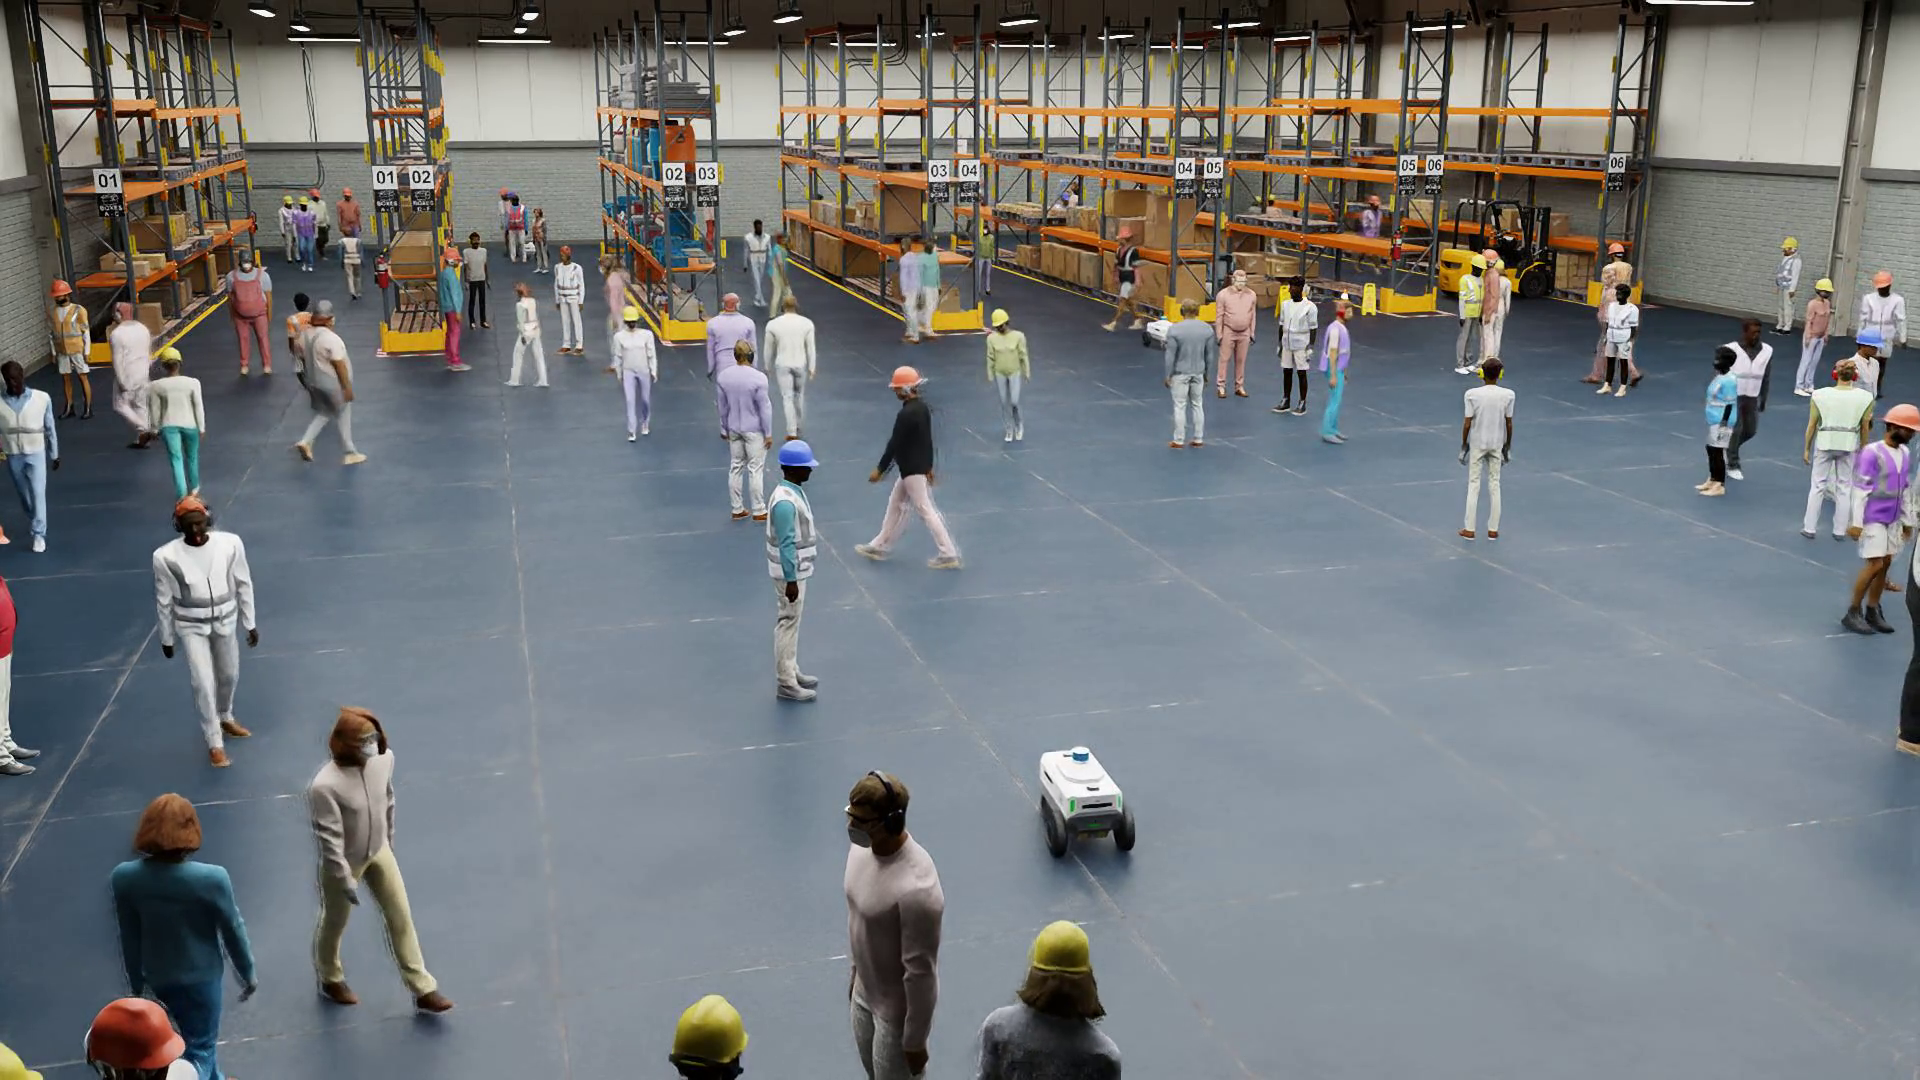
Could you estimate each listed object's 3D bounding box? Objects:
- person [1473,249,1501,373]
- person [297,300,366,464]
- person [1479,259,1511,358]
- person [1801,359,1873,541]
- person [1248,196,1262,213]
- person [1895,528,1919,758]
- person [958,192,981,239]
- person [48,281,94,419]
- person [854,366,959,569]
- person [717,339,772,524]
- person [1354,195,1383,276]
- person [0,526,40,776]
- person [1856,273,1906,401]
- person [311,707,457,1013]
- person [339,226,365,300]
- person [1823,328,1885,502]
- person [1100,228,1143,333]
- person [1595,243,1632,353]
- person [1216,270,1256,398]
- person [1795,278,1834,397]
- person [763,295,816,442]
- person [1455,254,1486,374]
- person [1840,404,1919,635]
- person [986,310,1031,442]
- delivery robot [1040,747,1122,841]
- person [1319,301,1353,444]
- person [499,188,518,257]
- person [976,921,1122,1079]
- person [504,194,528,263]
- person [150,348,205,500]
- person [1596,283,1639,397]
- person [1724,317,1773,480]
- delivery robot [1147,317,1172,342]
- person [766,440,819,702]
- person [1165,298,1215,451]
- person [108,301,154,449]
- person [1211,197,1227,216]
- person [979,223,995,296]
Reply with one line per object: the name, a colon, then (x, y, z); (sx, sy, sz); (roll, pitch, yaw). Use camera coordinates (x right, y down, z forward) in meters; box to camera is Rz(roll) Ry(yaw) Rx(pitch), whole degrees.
person: (8.558, -3.722, 27.027); (0.375, 1.996, 0.608); (2, 15, 6)
person: (-7.649, -1.899, 20.082); (0.700, 2.000, 0.704); (10, 18, 33)
person: (9.049, -3.900, 28.230); (0.552, 1.714, 0.618); (3, 15, 11)
person: (8.791, -0.896, 16.703); (0.562, 1.838, 0.388); (5, 16, 18)
person: (8.238, -8.693, 46.261); (0.515, 1.717, 0.563); (-4, 15, -13)
person: (6.680, 0.458, 11.215); (0.536, 2.000, 0.688); (11, 18, 35)
person: (0.380, -10.372, 52.250); (0.978, 1.887, 0.579); (11, 18, 35)
person: (-12.333, -2.627, 23.037); (0.542, 1.930, 0.374); (0, 15, 0)
person: (-0.490, -0.681, 15.717); (1.073, 1.928, 0.615); (2, 15, 9)
person: (-2.227, -1.134, 17.398); (0.631, 1.940, 0.372); (8, 17, 27)
person: (10.325, -7.675, 41.900); (0.624, 2.013, 1.002); (-6, 16, -23)
person: (-6.344, 0.681, 10.937); (0.333, 1.744, 0.559); (-6, 16, -21)
person: (13.583, -2.987, 24.493); (0.644, 1.868, 0.935); (8, 17, 27)
person: (-2.827, 1.550, 7.967); (0.856, 1.583, 0.506); (9, 17, 29)
person: (-13.505, -6.154, 36.943); (0.530, 1.606, 0.799); (-5, 16, -19)
person: (9.845, -1.365, 18.283); (0.601, 1.940, 0.413); (-10, 18, -32)
person: (3.128, -4.941, 31.671); (1.068, 1.986, 0.619); (-8, 17, -27)
person: (11.330, -4.174, 28.854); (0.543, 1.932, 0.370); (-5, 16, -19)
person: (4.109, -3.061, 24.728); (0.643, 1.902, 0.400); (-4, 15, -13)
person: (12.818, -3.032, 24.886); (0.522, 1.761, 0.334); (-10, 18, -32)
person: (-2.224, -2.248, 21.694); (0.656, 1.876, 1.020); (-3, 15, -12)
person: (8.287, -3.659, 26.921); (0.586, 1.928, 0.369); (-12, 19, -37)
person: (7.682, -0.171, 13.807); (0.570, 1.922, 0.450); (-8, 17, -28)
person: (0.615, -2.119, 21.508); (0.574, 1.725, 0.436); (4, 15, 14)
delivery robot: (0.722, 1.487, 10.009); (0.477, 0.478, 0.707); (-3, 15, -12)
person: (4.854, -2.180, 21.518); (0.385, 1.842, 0.586); (6, 16, 20)
person: (-12.684, -8.884, 46.603); (0.559, 1.928, 0.404); (6, 16, 23)
person: (0.311, 2.104, 5.677); (0.499, 1.680, 0.838); (8, 17, 27)
person: (-12.018, -8.437, 45.096); (0.617, 1.835, 0.431); (-2, 15, -7)
person: (-8.569, -1.241, 18.240); (0.534, 1.716, 0.961); (-6, 16, -22)
person: (9.833, -2.981, 24.821); (0.320, 1.692, 0.531); (-9, 17, -30)
person: (9.198, -1.698, 19.603); (0.603, 1.903, 0.650); (0, 15, -1)
delivery robot: (3.627, -3.744, 29.694); (0.477, 0.478, 0.707); (-5, 16, -19)
person: (-1.225, 0.214, 12.310); (0.406, 1.945, 0.613); (0, 15, -1)
person: (2.887, -2.082, 20.993); (0.642, 1.931, 0.379); (-4, 15, -16)
person: (-10.440, -2.062, 20.985); (0.480, 1.892, 0.647); (5, 16, 17)
person: (7.557, -9.183, 48.348); (0.517, 1.594, 0.840); (-5, 16, -17)
person: (0.553, -6.336, 37.560); (0.508, 1.632, 0.265); (-6, 16, -21)
